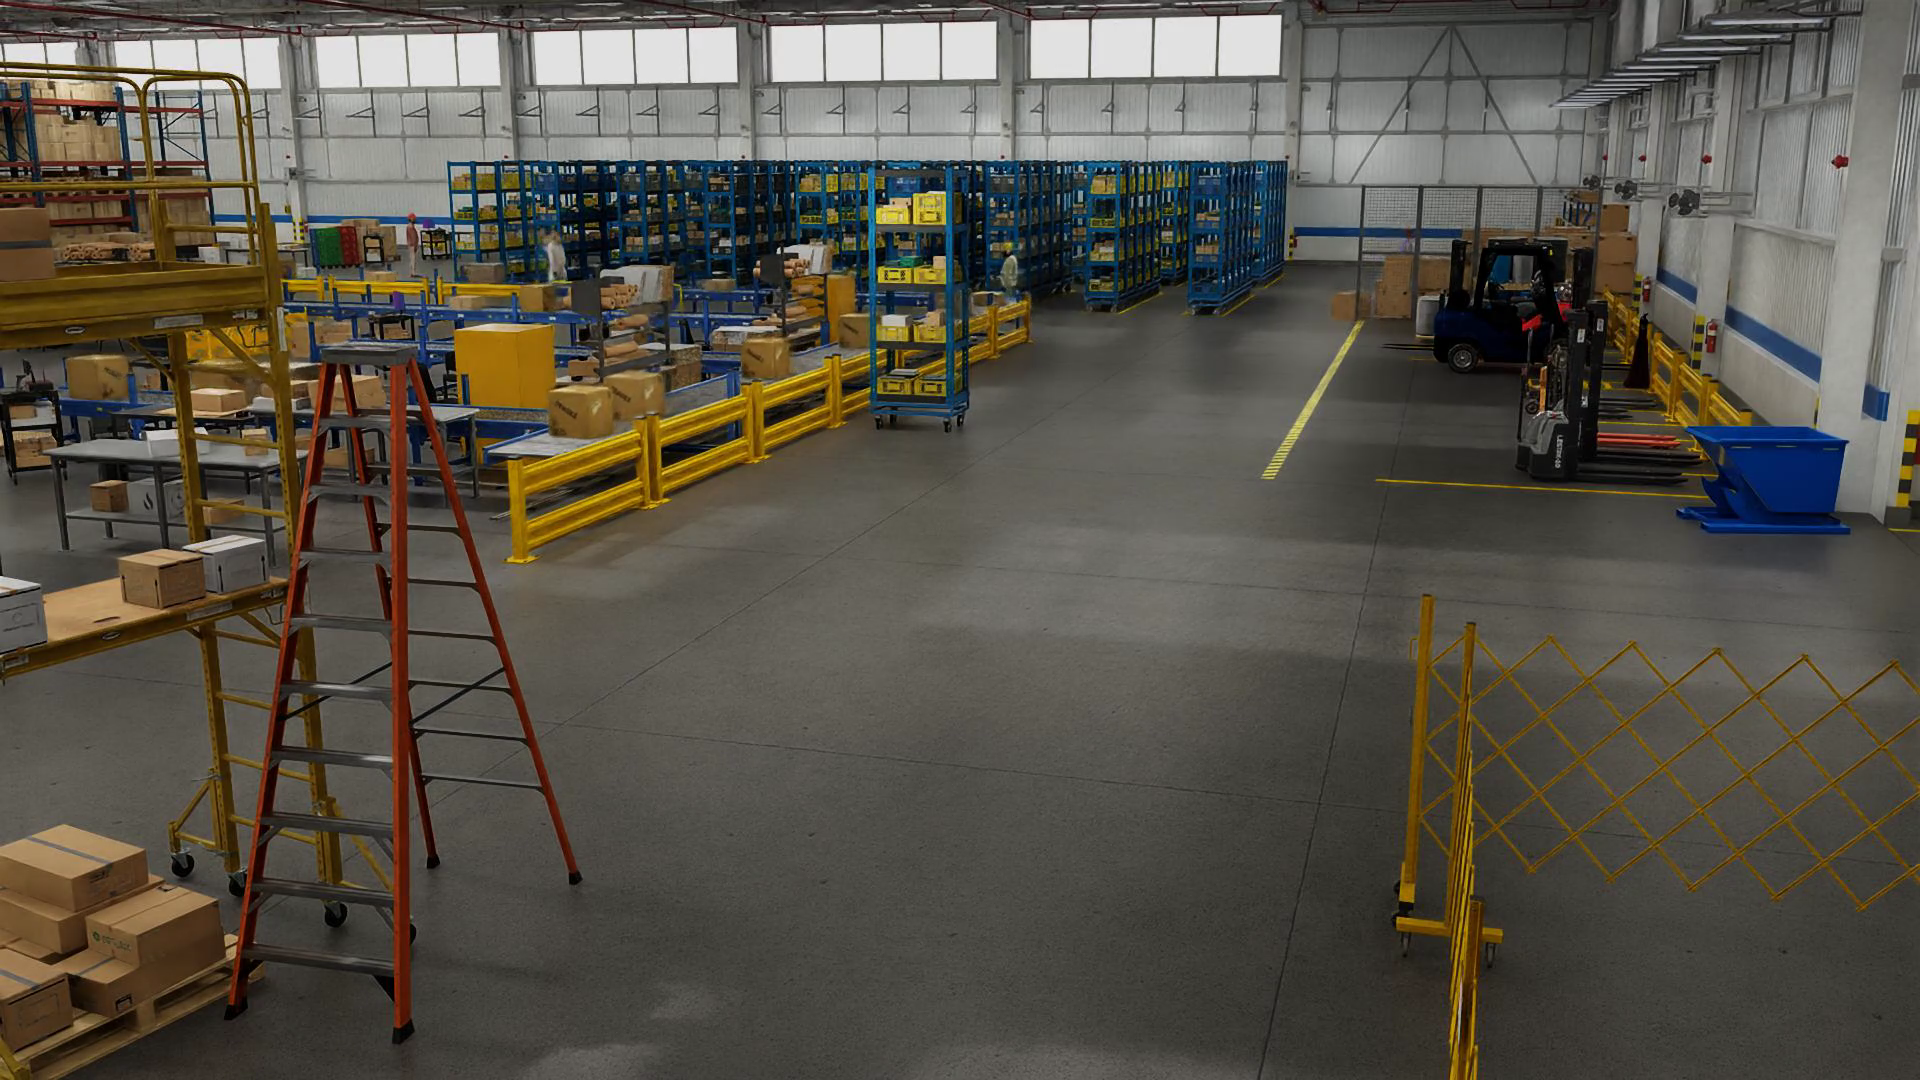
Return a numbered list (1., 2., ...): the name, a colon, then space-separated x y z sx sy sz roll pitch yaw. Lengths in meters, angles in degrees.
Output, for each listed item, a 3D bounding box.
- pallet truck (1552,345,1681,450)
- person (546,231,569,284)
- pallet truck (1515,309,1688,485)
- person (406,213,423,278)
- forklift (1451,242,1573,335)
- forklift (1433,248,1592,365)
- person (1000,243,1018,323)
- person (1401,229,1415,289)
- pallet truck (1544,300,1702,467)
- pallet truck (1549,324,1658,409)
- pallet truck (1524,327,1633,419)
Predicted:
1. pallet truck: 8.641 -1.896 21.908 1.630 1.274 0.653 4 14 16
2. person: -10.334 -6.960 42.588 1.009 1.862 0.655 5 14 21
3. pallet truck: 7.554 -1.677 19.446 1.885 1.965 0.823 3 13 14
4. person: -17.009 -9.160 51.772 0.381 1.993 0.622 -7 15 -28
5. forklift: 10.464 -4.597 31.405 2.680 1.987 1.157 4 14 16
6. forklift: 9.780 -4.111 29.280 2.680 1.987 1.157 3 13 14
7. person: 1.074 -5.840 37.802 0.452 1.819 0.627 3 13 11
8. person: 12.162 -7.597 45.435 0.930 1.812 0.588 2 13 10
9. pallet truck: 8.263 -1.952 20.631 1.885 1.965 0.823 5 14 20
10. pallet truck: 9.824 -2.669 25.407 1.601 1.201 0.680 4 14 16
11. pallet truck: 9.065 -2.460 24.370 1.522 1.261 0.704 3 13 14
